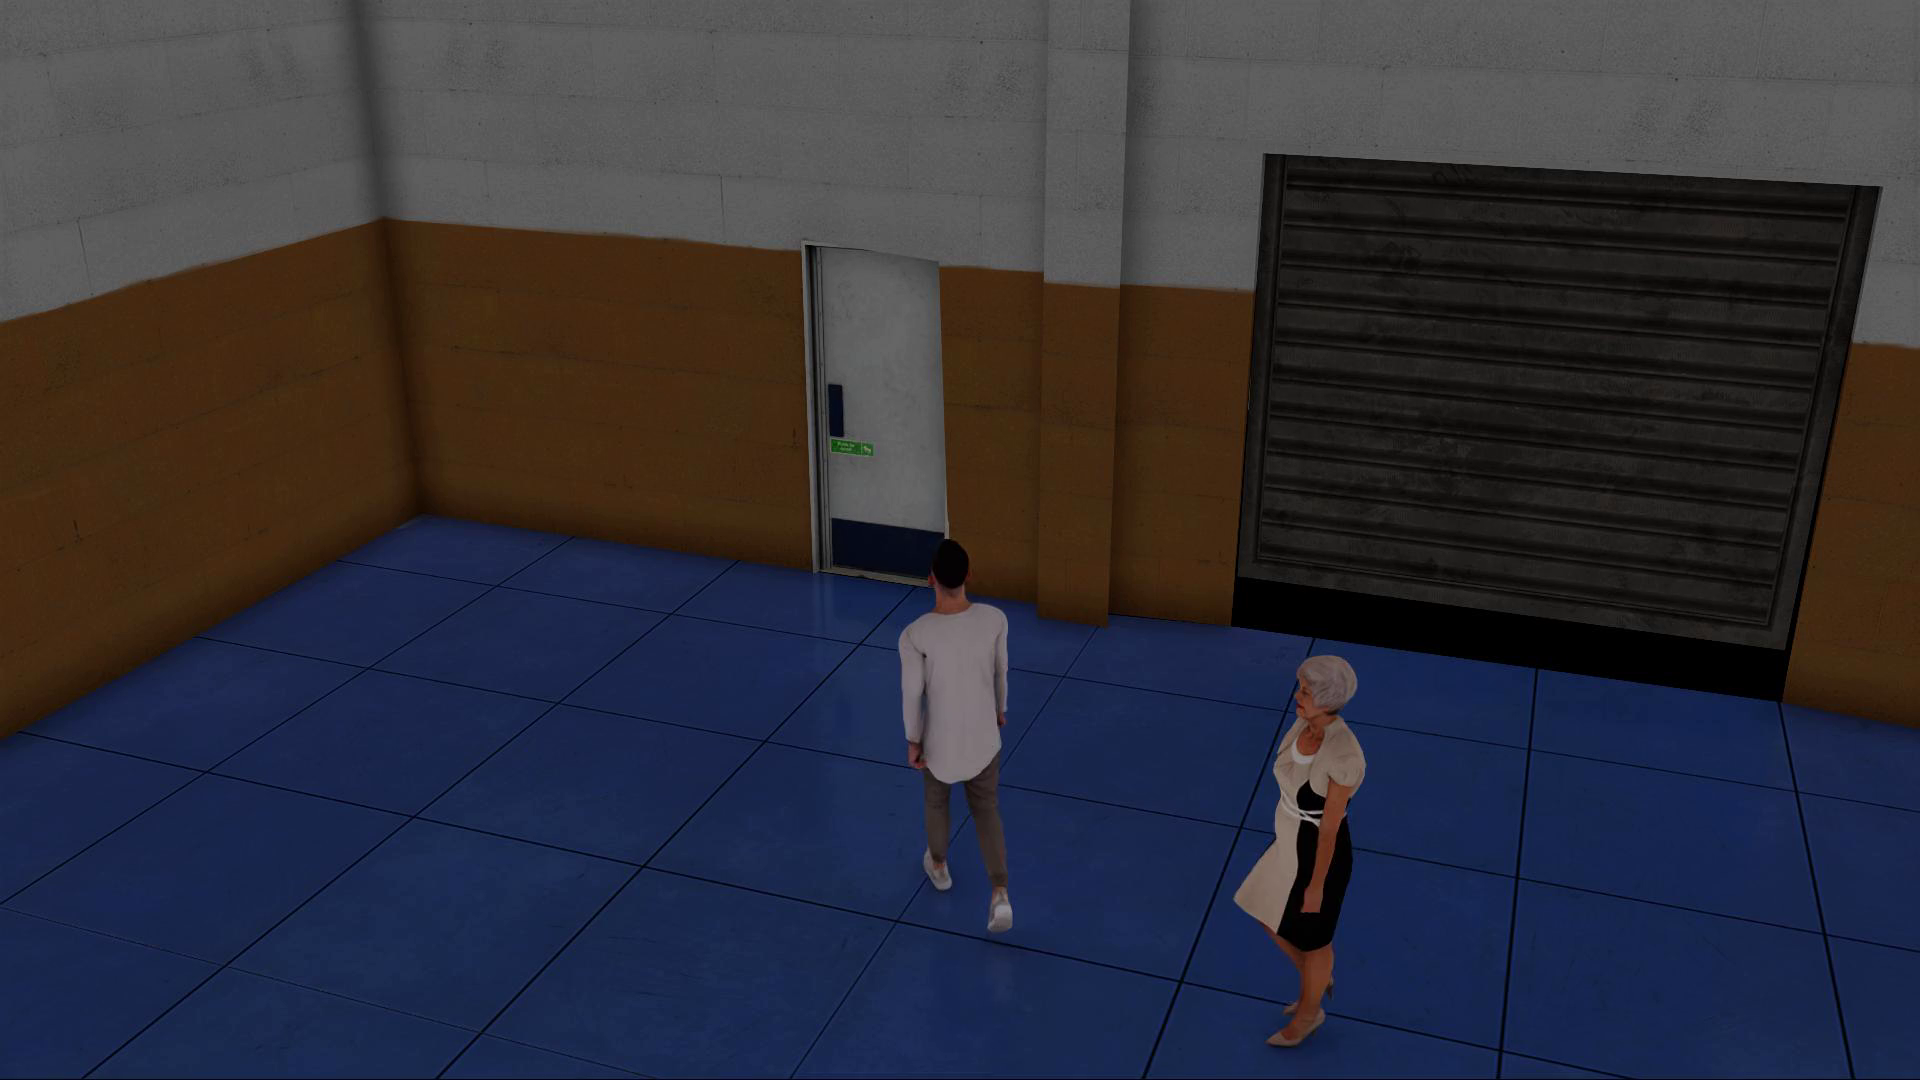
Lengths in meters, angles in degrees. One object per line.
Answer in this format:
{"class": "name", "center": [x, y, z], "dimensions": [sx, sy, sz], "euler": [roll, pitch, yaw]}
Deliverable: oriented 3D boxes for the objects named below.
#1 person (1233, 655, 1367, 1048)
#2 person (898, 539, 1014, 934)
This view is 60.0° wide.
{"class": "person", "center": [1.472, 1.255, 6.557], "dimensions": [0.837, 1.746, 0.780], "euler": [-5, 22, -13]}
{"class": "person", "center": [0.026, 0.889, 7.374], "dimensions": [1.164, 1.816, 1.140], "euler": [-6, 23, -14]}
